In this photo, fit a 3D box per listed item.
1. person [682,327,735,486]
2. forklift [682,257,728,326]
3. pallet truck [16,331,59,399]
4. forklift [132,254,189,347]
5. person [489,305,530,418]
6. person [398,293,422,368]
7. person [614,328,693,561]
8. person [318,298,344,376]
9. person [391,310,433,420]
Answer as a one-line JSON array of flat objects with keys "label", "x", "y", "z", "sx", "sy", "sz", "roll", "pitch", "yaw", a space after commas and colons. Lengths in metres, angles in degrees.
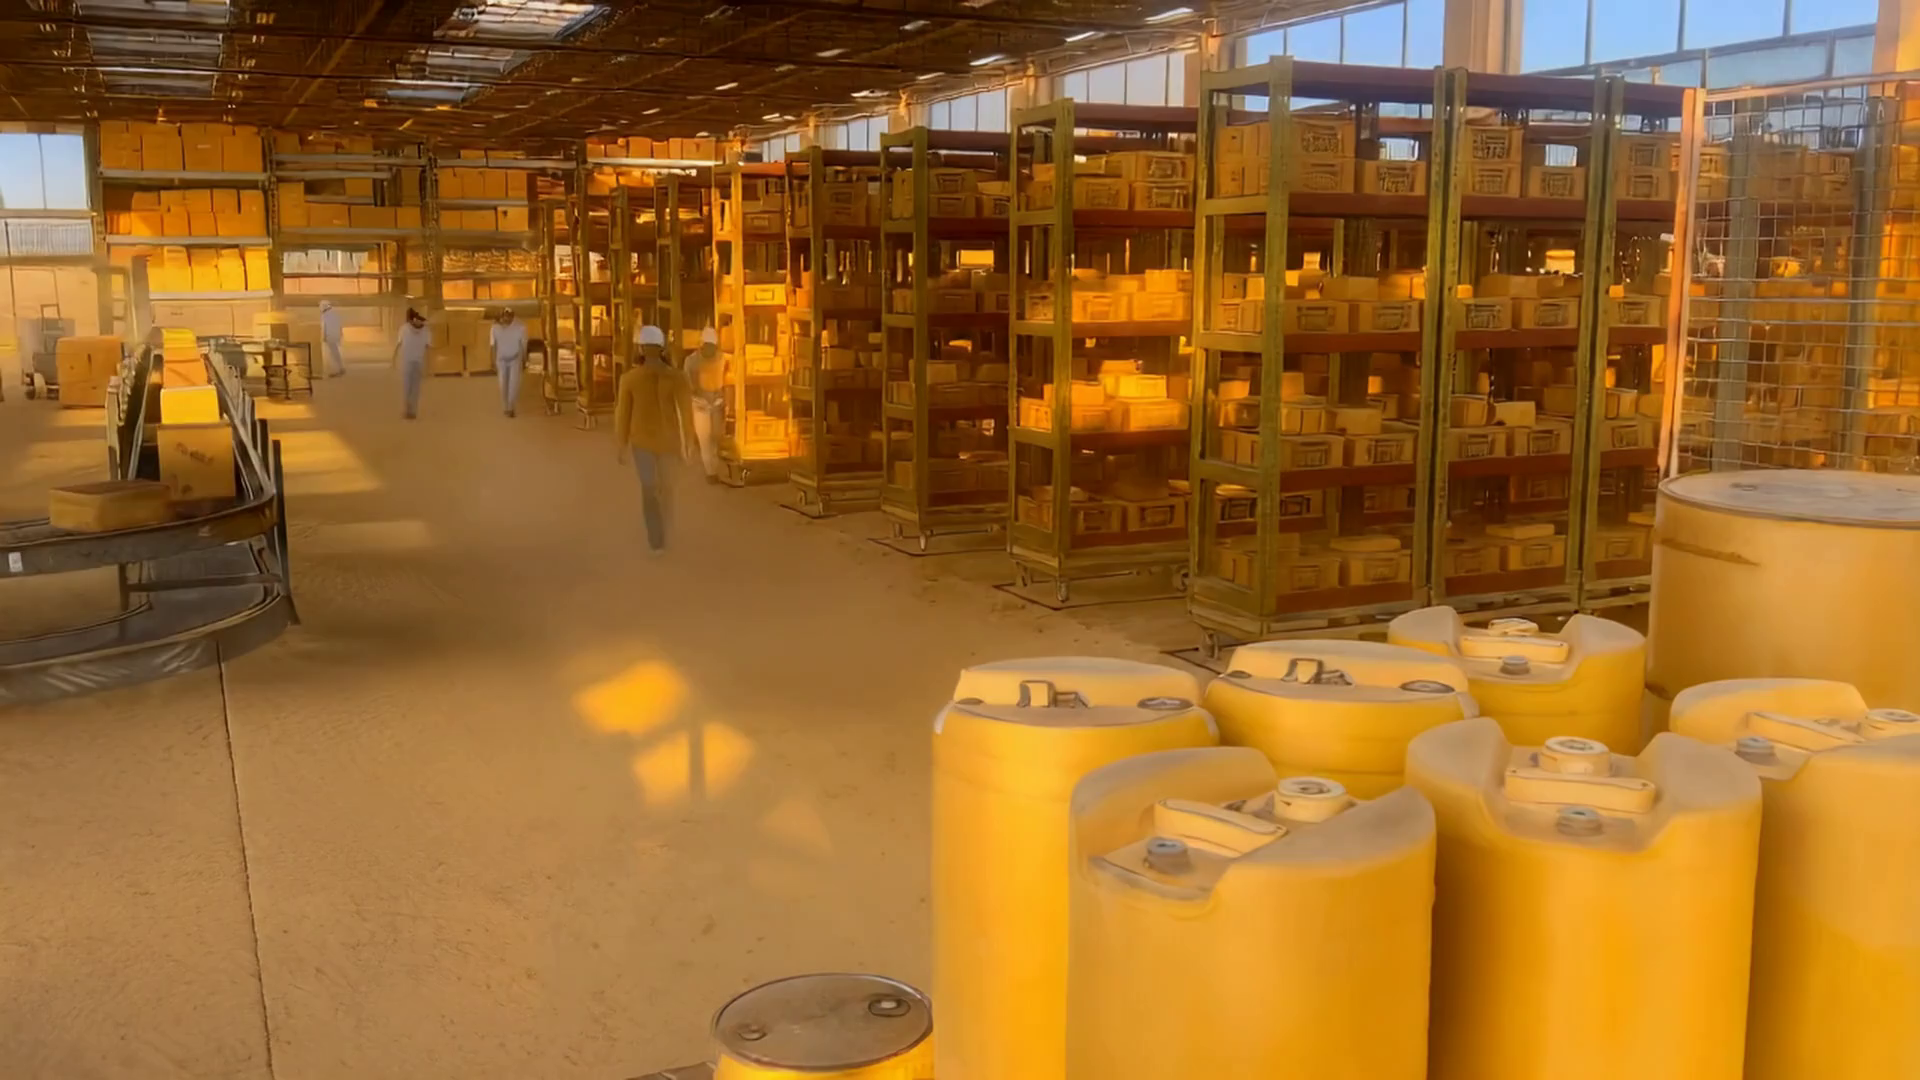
[{"label": "person", "x": -2.891, "y": -1.554, "z": 19.080, "sx": 0.595, "sy": 1.800, "sz": 0.867, "roll": -4, "pitch": 10, "yaw": -22}, {"label": "forklift", "x": -7.323, "y": -6.400, "z": 45.797, "sx": 1.873, "sy": 2.768, "sz": 1.129, "roll": -4, "pitch": 10, "yaw": -25}, {"label": "pallet truck", "x": -17.082, "y": -3.353, "z": 31.781, "sx": 1.630, "sy": 1.274, "sz": 0.653, "roll": -4, "pitch": 10, "yaw": -25}, {"label": "forklift", "x": -19.306, "y": -5.365, "z": 39.372, "sx": 1.873, "sy": 2.768, "sz": 1.129, "roll": -4, "pitch": 10, "yaw": -25}, {"label": "person", "x": -7.514, "y": -2.992, "z": 27.751, "sx": 0.650, "sy": 1.876, "sz": 0.867, "roll": -1, "pitch": 9, "yaw": -9}, {"label": "person", "x": -12.770, "y": -4.779, "z": 38.712, "sx": 0.558, "sy": 1.923, "sz": 0.602, "roll": -5, "pitch": 10, "yaw": -28}, {"label": "person", "x": -2.602, "y": -0.821, "z": 14.100, "sx": 0.638, "sy": 1.941, "sz": 1.019, "roll": -3, "pitch": 10, "yaw": -19}, {"label": "person", "x": -14.493, "y": -4.663, "z": 38.351, "sx": 0.523, "sy": 1.803, "sz": 0.665, "roll": 3, "pitch": 10, "yaw": 17}, {"label": "person", "x": -8.907, "y": -2.850, "z": 27.137, "sx": 0.660, "sy": 1.788, "sz": 0.764, "roll": -6, "pitch": 11, "yaw": -31}]
